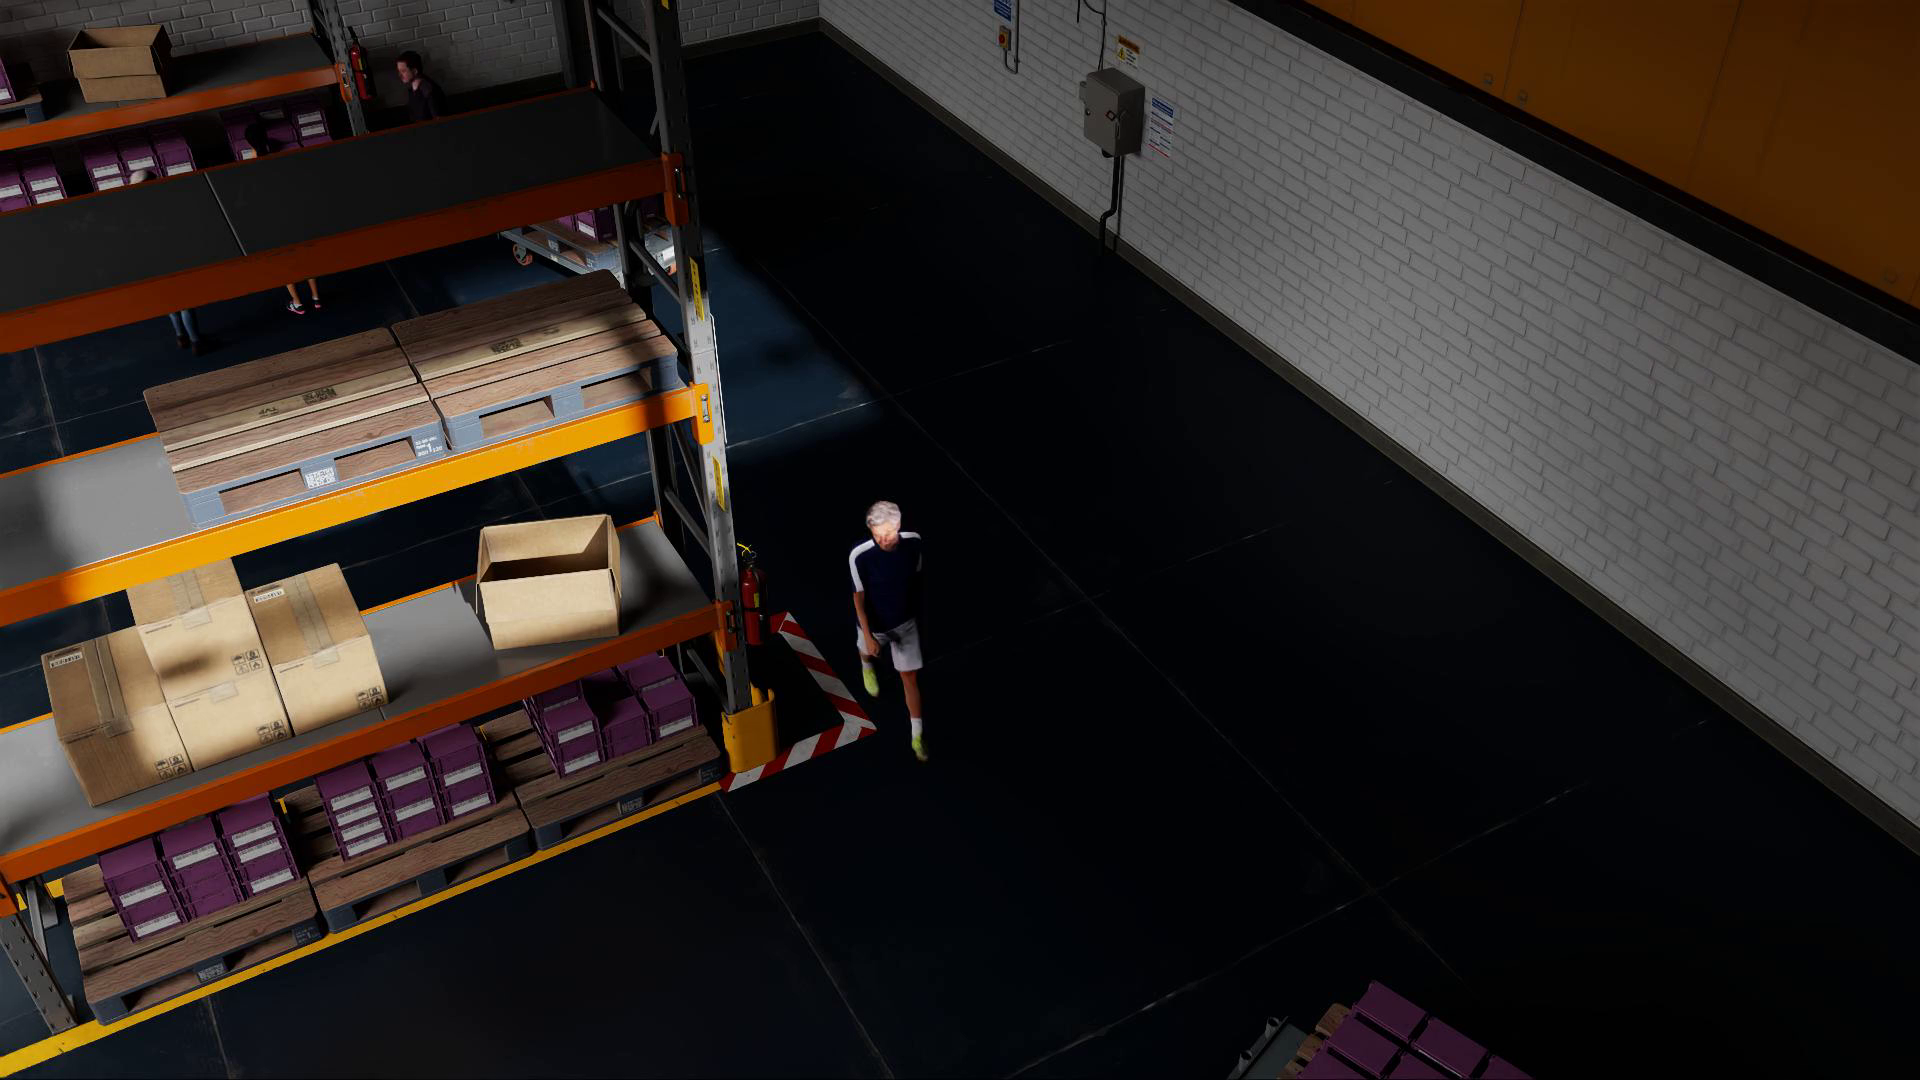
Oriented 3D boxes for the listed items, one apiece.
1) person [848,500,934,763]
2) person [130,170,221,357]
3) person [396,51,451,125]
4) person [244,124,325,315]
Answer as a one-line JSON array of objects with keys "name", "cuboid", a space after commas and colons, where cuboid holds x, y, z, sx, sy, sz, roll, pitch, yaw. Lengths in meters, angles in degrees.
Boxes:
[{"name": "person", "cuboid": [-0.490, 0.429, 10.225, 1.233, 1.773, 0.857, -14, 41, -16]}, {"name": "person", "cuboid": [-6.524, -2.297, 13.740, 0.623, 1.647, 0.610, 26, 45, 29]}, {"name": "person", "cuboid": [-4.695, -3.605, 15.230, 0.832, 1.830, 0.797, -27, 46, -29]}, {"name": "person", "cuboid": [-5.811, -2.743, 14.231, 0.490, 1.730, 0.638, -23, 44, -26]}]
